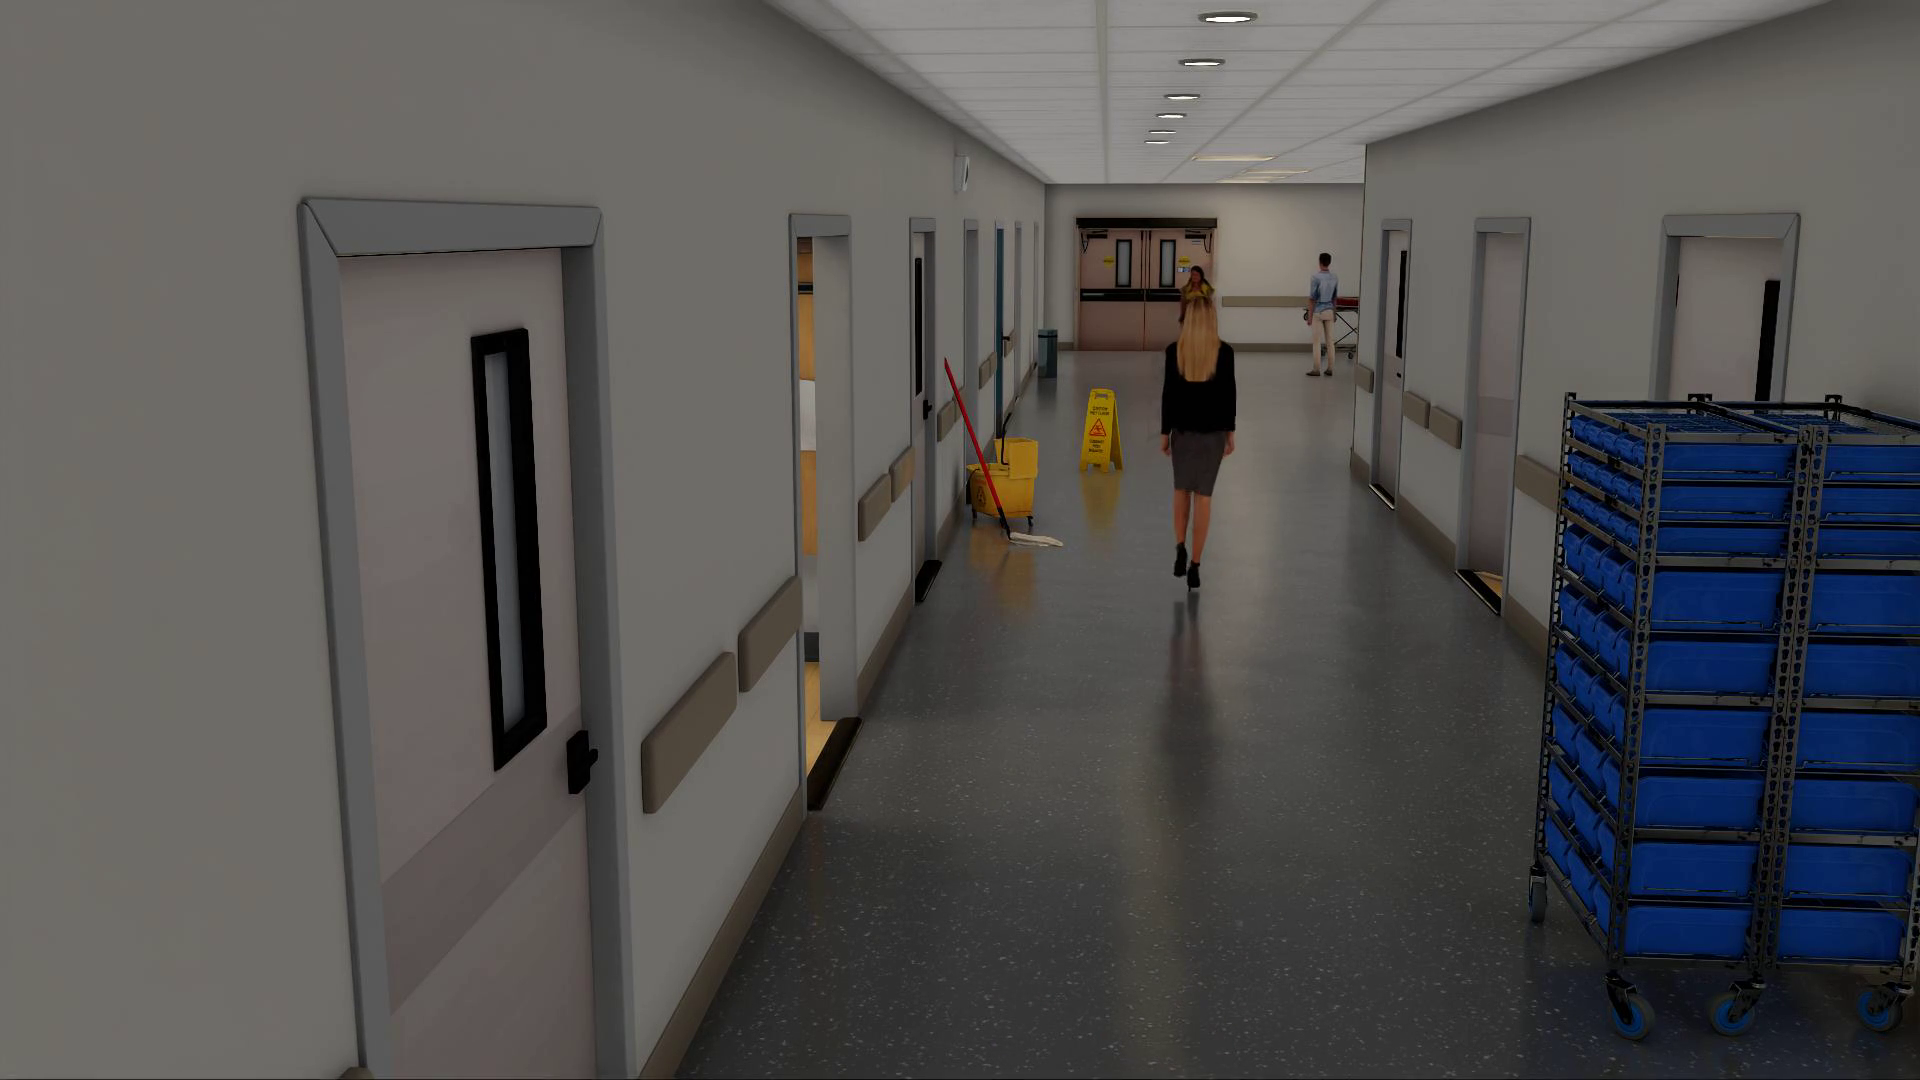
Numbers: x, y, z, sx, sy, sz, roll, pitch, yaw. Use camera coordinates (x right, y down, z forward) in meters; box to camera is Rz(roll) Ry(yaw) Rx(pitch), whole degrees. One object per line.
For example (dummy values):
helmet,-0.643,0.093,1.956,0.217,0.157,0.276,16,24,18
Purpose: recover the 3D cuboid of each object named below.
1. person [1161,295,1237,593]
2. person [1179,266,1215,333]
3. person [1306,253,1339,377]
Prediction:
person,1.471,-0.573,10.261,0.642,1.832,0.657,2,11,13
person,3.630,-3.375,25.525,0.797,1.645,0.854,2,11,11
person,5.510,-3.431,25.282,0.728,1.847,0.698,-4,11,-20
